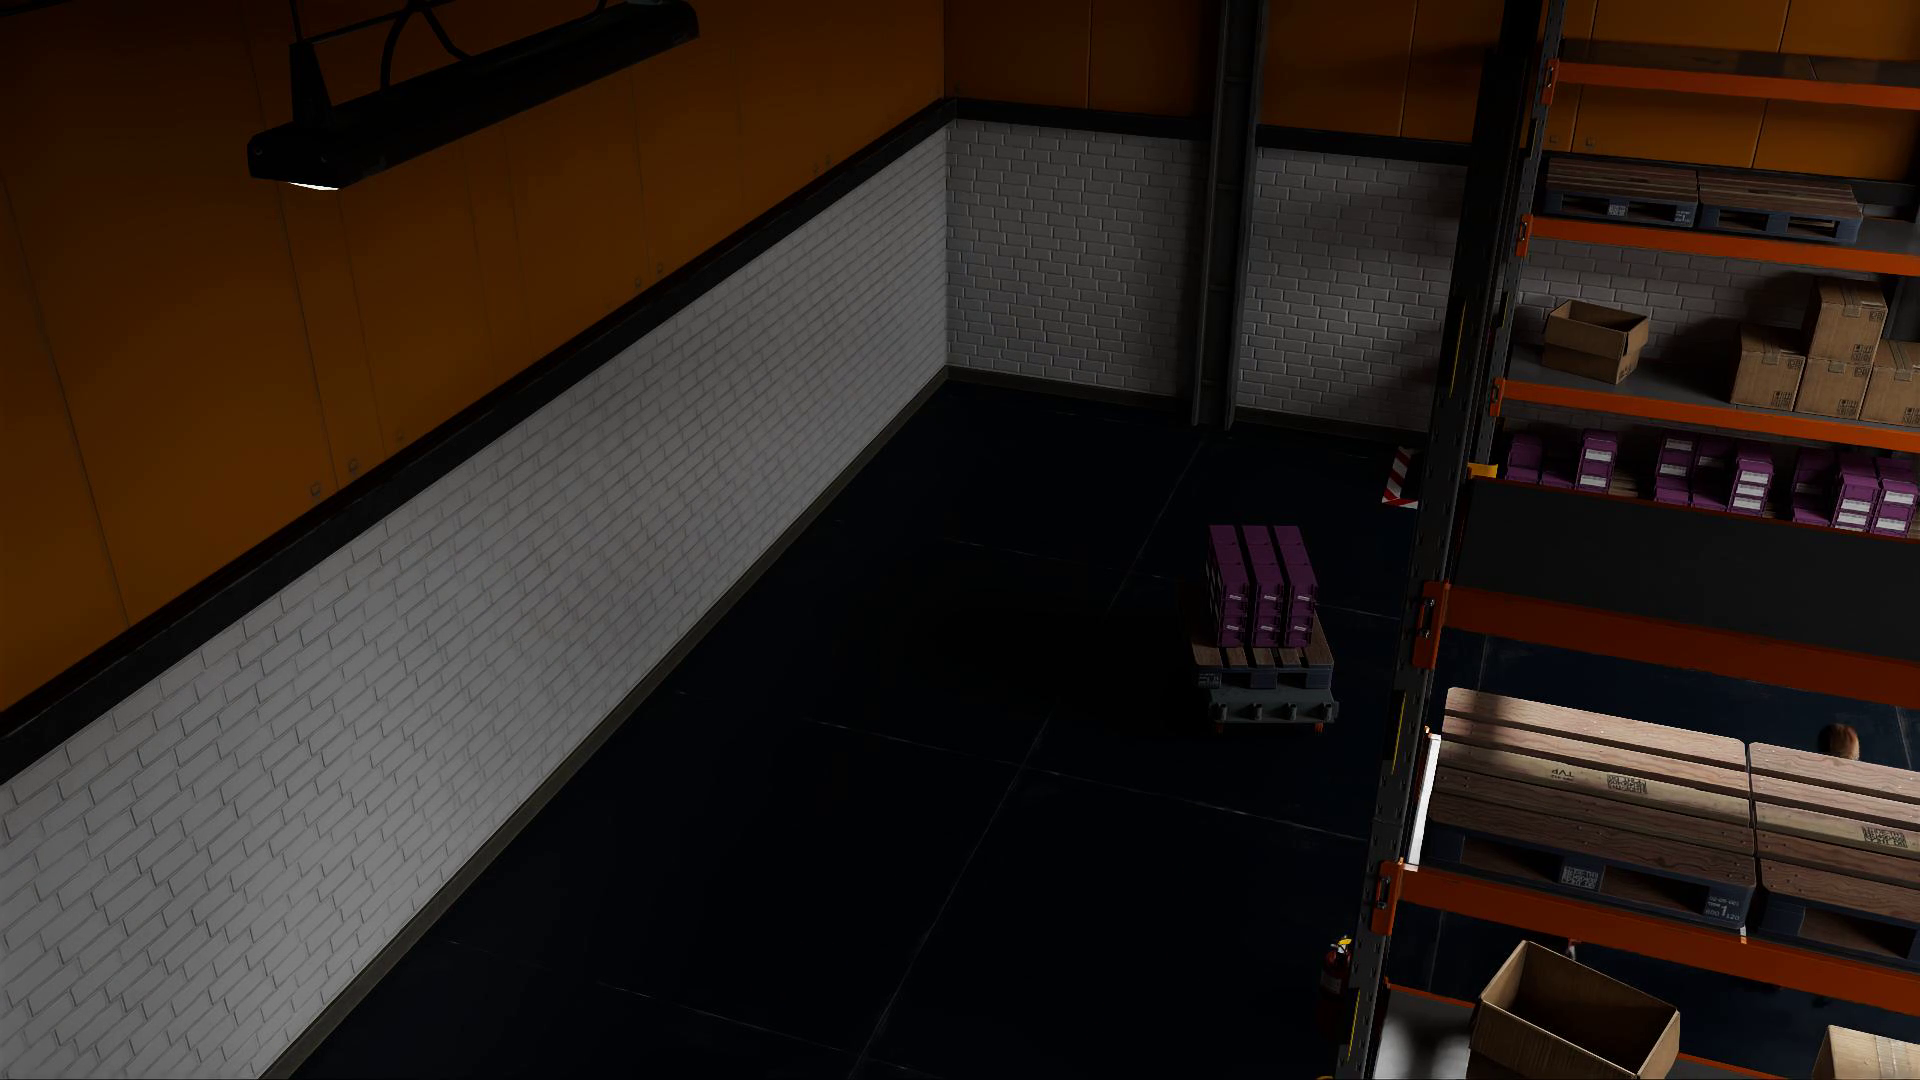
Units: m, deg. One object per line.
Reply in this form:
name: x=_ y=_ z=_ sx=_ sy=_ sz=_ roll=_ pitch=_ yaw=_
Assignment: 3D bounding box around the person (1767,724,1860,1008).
person: x=5.000 y=1.917 z=9.527 sx=0.968 sy=1.800 sz=0.865 roll=24 pitch=37 yaw=37
